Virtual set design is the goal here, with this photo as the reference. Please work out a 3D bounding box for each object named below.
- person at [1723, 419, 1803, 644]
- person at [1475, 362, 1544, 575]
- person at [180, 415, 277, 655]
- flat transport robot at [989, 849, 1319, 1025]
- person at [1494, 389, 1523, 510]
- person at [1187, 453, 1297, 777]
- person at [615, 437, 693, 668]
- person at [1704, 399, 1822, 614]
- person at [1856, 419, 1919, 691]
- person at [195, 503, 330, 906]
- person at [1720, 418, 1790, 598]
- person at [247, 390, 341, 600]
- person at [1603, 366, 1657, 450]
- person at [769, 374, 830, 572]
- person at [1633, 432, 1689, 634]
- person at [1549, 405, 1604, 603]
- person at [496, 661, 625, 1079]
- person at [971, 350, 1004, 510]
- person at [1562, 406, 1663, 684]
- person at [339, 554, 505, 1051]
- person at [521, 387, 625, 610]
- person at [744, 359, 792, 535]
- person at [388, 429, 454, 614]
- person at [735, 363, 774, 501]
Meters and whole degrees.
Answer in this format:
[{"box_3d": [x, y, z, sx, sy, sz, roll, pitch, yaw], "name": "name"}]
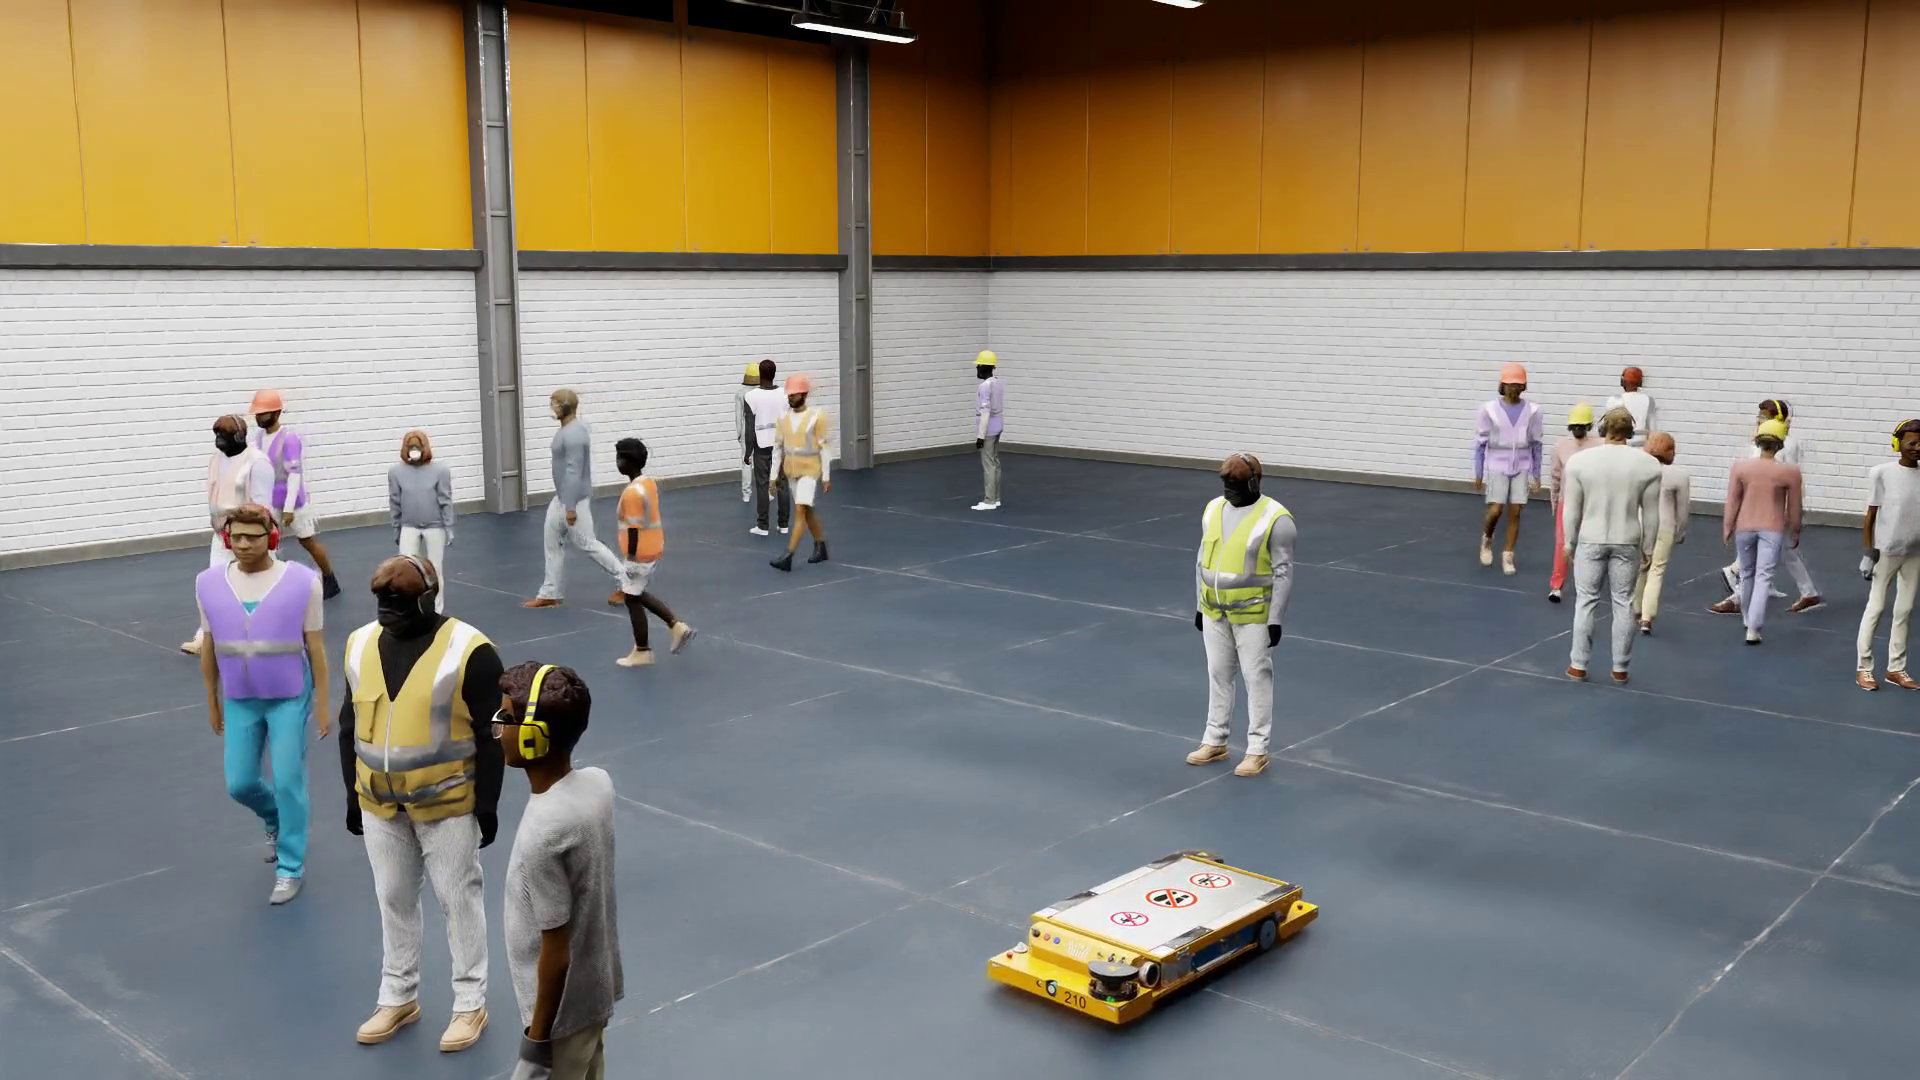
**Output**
[{"box_3d": [6.265, -0.081, 12.969, 0.530, 1.719, 0.877, 8, 12, 41], "name": "person"}, {"box_3d": [5.204, -0.675, 15.770, 0.605, 2.028, 0.471, 1, 9, 4], "name": "person"}, {"box_3d": [-5.434, -0.045, 12.523, 0.649, 1.791, 0.952, 4, 10, 25], "name": "person"}, {"box_3d": [0.837, 1.605, 6.918, 0.652, 0.197, 1.431, 8, 12, 42], "name": "flat transport robot"}, {"box_3d": [6.608, -1.171, 20.091, 0.497, 1.632, 0.289, 7, 11, 38], "name": "person"}, {"box_3d": [1.585, 0.418, 9.479, 0.429, 1.838, 0.621, -9, 13, -44], "name": "person"}, {"box_3d": [-2.241, 0.097, 11.947, 0.454, 1.682, 0.542, 1, 9, 5], "name": "person"}, {"box_3d": [6.800, -0.271, 13.887, 1.001, 1.821, 0.542, 0, 9, 1], "name": "person"}, {"box_3d": [6.423, 0.102, 11.356, 0.523, 1.870, 0.317, 0, 9, -1], "name": "person"}, {"box_3d": [-3.160, 0.718, 7.633, 0.575, 1.831, 0.543, -1, 9, -4], "name": "person"}, {"box_3d": [6.980, -0.276, 14.510, 0.567, 1.619, 0.521, 0, 9, 2], "name": "person"}, {"box_3d": [-5.749, -0.352, 14.197, 0.555, 1.881, 1.010, 5, 11, 30], "name": "person"}, {"box_3d": [7.100, -0.916, 17.726, 0.609, 1.869, 0.416, -1, 9, -7], "name": "person"}, {"box_3d": [-1.571, -0.656, 16.083, 0.563, 1.879, 1.012, 5, 10, 29], "name": "person"}, {"box_3d": [5.534, -0.063, 13.289, 0.495, 1.589, 0.820, 6, 11, 33], "name": "person"}, {"box_3d": [5.352, -0.304, 14.387, 0.535, 1.718, 0.924, 4, 10, 26], "name": "person"}, {"box_3d": [-1.039, 1.227, 4.283, 0.328, 1.873, 0.517, 1, 9, 3], "name": "person"}, {"box_3d": [0.337, -1.323, 20.114, 0.356, 1.930, 0.589, 3, 9, 17], "name": "person"}, {"box_3d": [4.502, 0.041, 11.537, 0.632, 1.938, 0.362, 2, 9, 15], "name": "person"}, {"box_3d": [-1.980, 0.955, 6.090, 0.634, 1.839, 0.429, 2, 9, 12], "name": "person"}, {"box_3d": [-3.221, -0.349, 14.098, 0.959, 1.908, 0.640, -3, 10, -20], "name": "person"}, {"box_3d": [-2.081, -1.009, 18.175, 0.591, 1.919, 0.392, -5, 11, -30], "name": "person"}, {"box_3d": [-4.281, -0.073, 13.249, 0.508, 1.619, 0.387, -1, 9, -9], "name": "person"}, {"box_3d": [-2.568, -1.349, 20.853, 0.488, 1.746, 0.284, 0, 9, 1], "name": "person"}]
